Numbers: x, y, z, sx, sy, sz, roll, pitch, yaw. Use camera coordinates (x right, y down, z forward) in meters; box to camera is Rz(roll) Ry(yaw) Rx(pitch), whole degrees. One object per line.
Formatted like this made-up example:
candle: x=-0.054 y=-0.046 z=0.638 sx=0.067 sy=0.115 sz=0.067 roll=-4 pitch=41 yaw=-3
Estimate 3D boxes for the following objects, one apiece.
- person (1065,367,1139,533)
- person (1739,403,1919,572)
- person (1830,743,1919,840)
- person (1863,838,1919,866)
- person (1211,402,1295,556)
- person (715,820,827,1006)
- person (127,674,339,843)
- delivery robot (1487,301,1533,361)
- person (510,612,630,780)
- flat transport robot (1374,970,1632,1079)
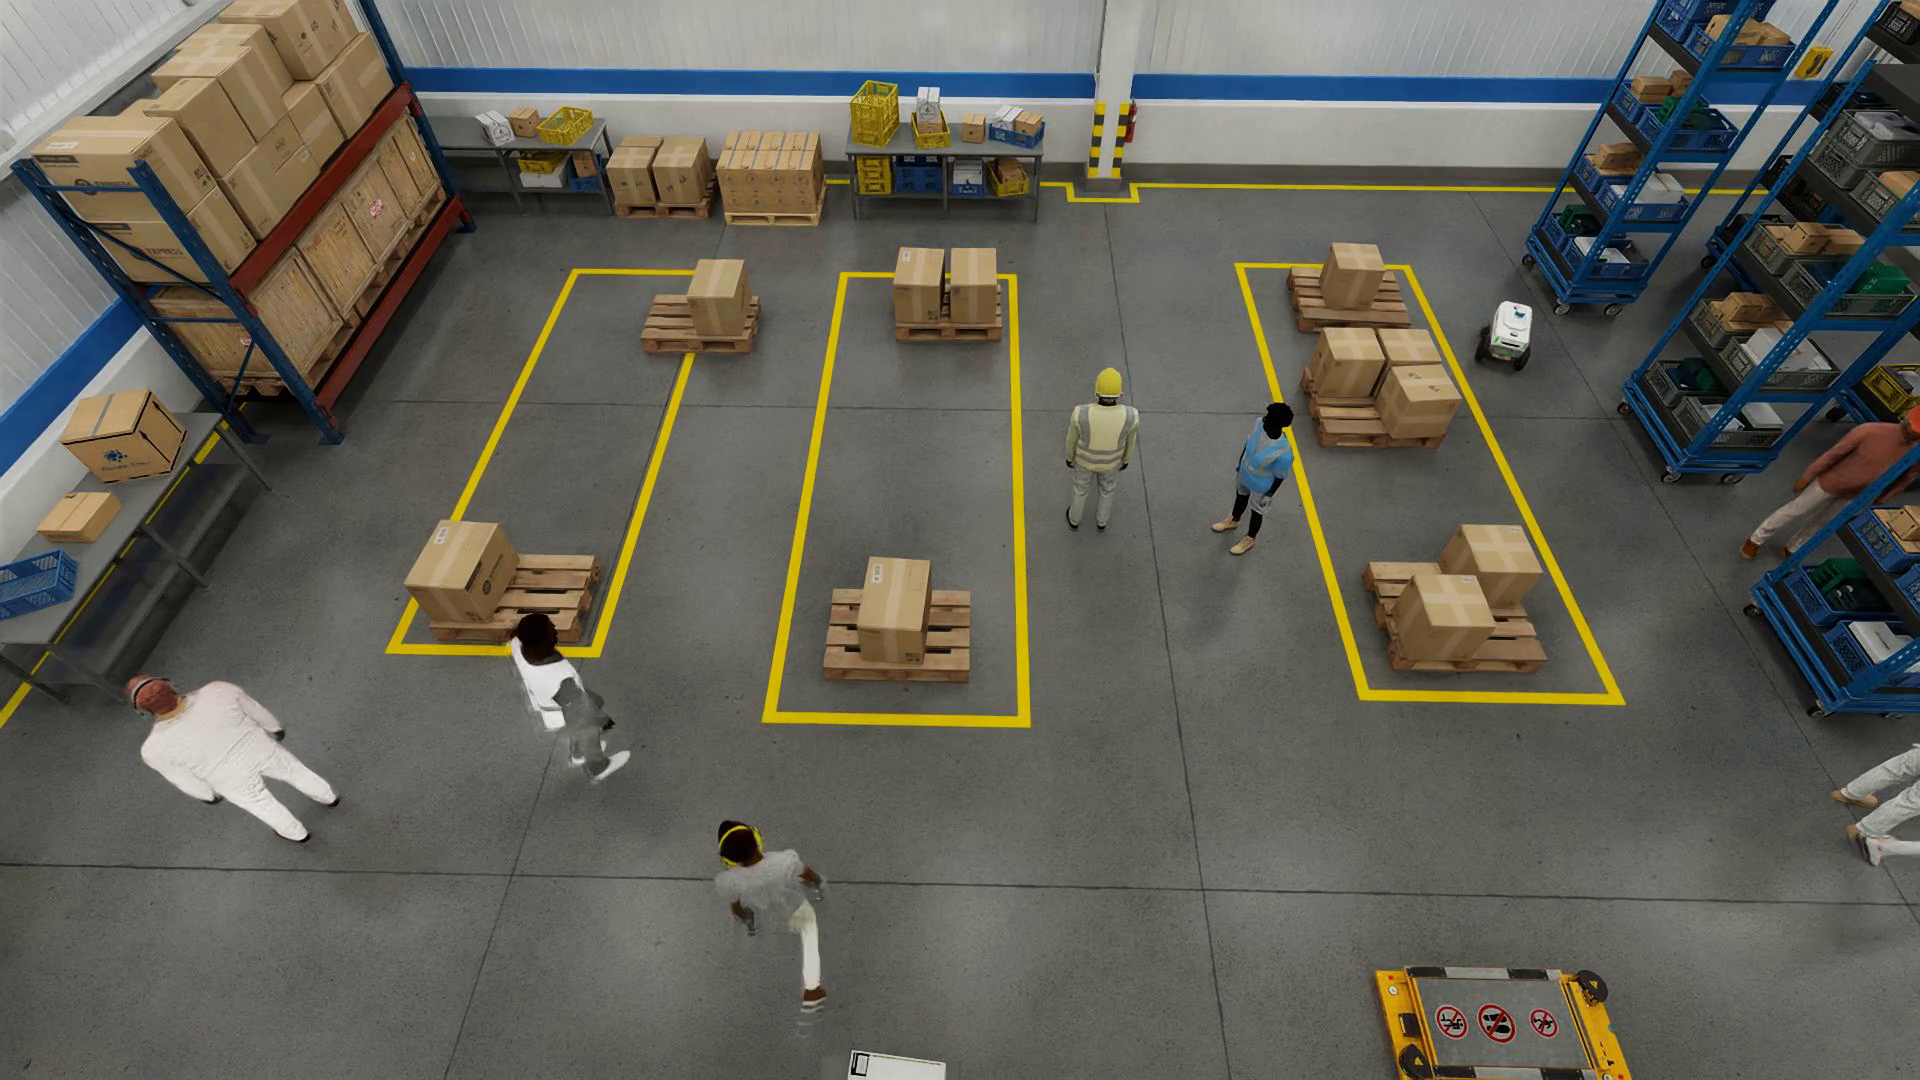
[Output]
person: x=1.222 y=-0.758 z=8.093 sx=0.595 sy=1.824 sz=0.404 roll=1 pitch=51 yaw=1
person: x=7.475 y=-0.438 z=7.736 sx=0.636 sy=1.981 sz=0.432 roll=19 pitch=53 yaw=15
person: x=6.795 y=1.517 z=6.225 sx=0.429 sy=1.842 sz=0.634 roll=10 pitch=52 yaw=8
person: x=6.824 y=2.037 z=5.959 sx=0.824 sy=1.598 sz=0.519 roll=34 pitch=58 yaw=24
person: x=2.584 y=-0.538 z=7.993 sx=0.316 sy=1.696 sz=0.540 roll=-17 pitch=53 yaw=-13
person: x=-1.094 y=2.278 z=5.613 sx=0.593 sy=1.829 sz=0.746 roll=-9 pitch=51 yaw=-7
person: x=-4.922 y=1.472 z=6.229 sx=0.396 sy=1.901 sz=0.657 roll=17 pitch=53 yaw=14
delivery robot: x=6.102 y=-2.342 z=10.137 sx=0.477 sy=0.478 sz=0.707 roll=20 pitch=54 yaw=15
person: x=-2.753 y=1.151 z=6.486 sx=0.453 sy=1.901 sz=0.599 roll=-37 pitch=60 yaw=-26
flat transport robot: x=3.501 y=3.133 z=5.914 sx=1.431 sy=0.197 sz=0.652 roll=1 pitch=51 yaw=1
